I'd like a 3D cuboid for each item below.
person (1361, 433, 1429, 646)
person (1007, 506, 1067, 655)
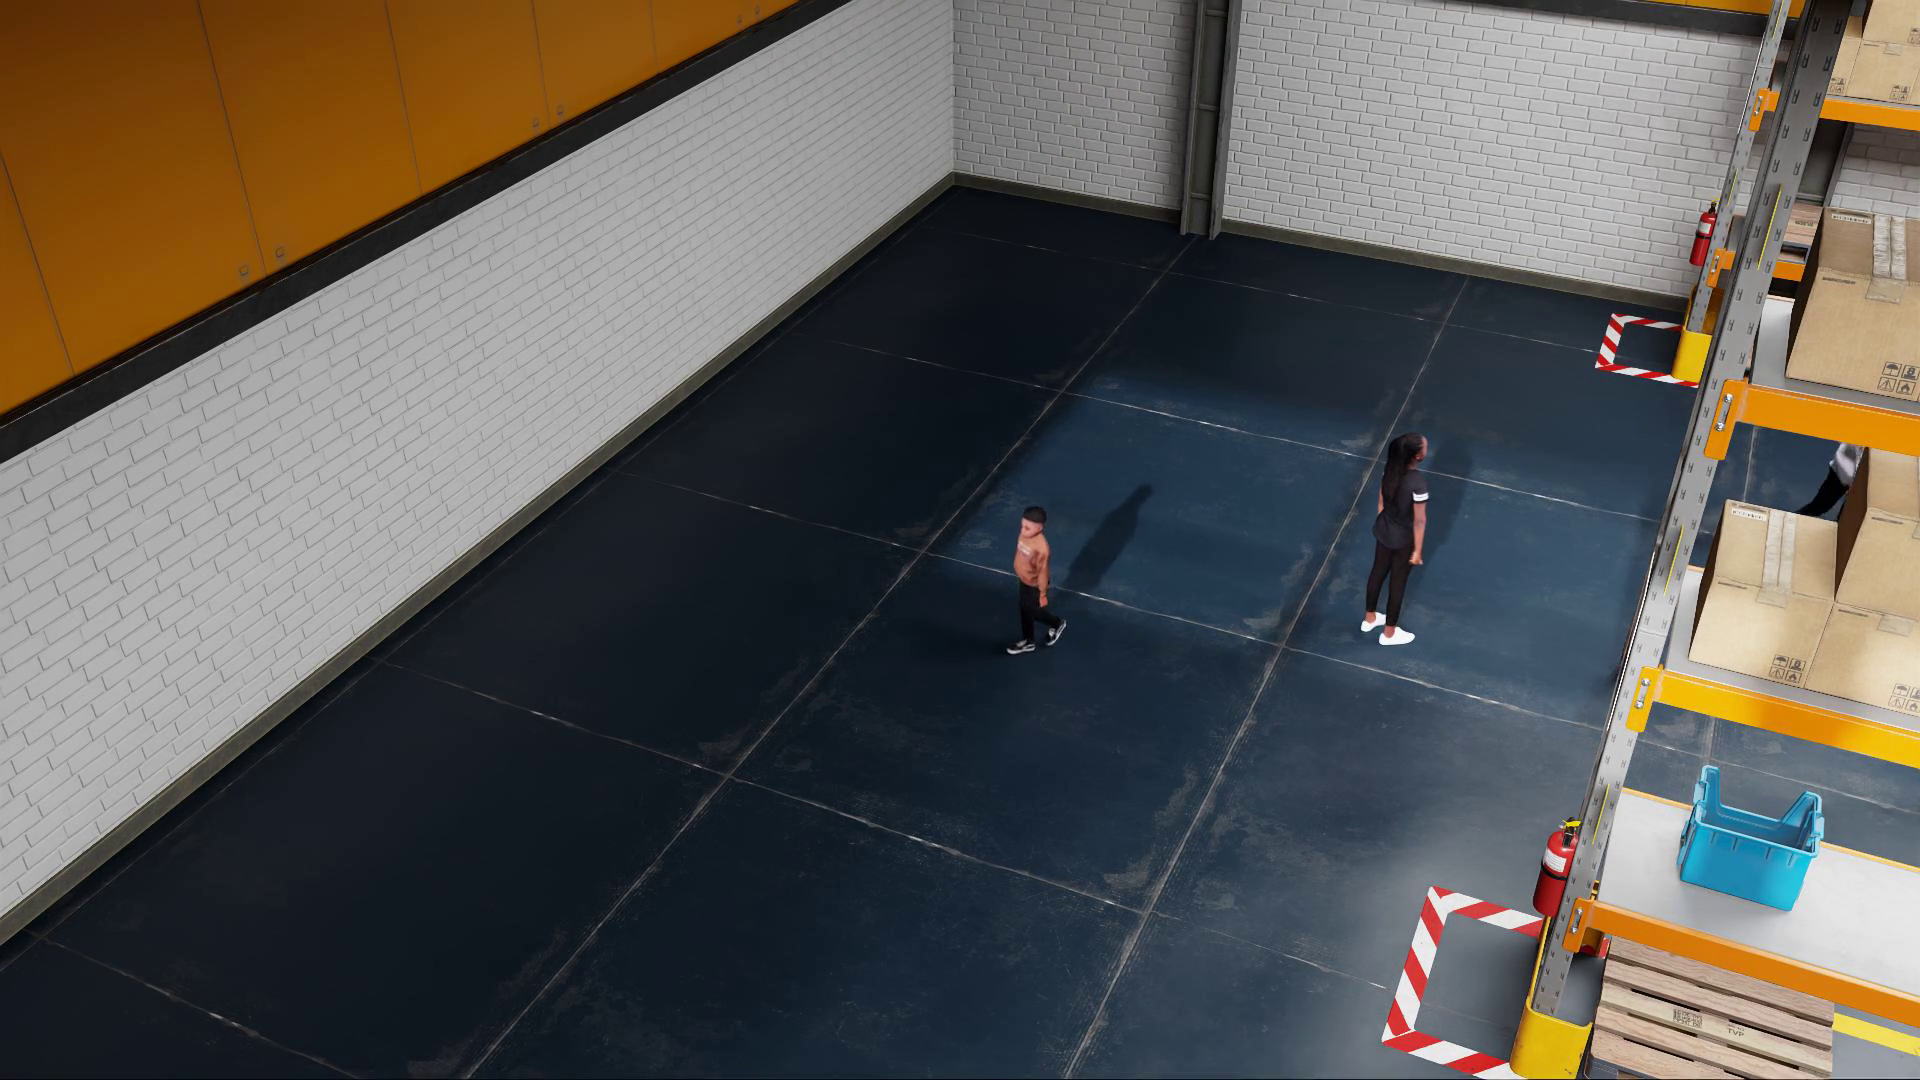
[{"bbox_3d":[3.191,-0.023,12.136,0.774,1.728,0.702,-14,36,-20],"label":"person"},{"bbox_3d":[0.590,0.281,12.112,0.796,1.247,0.747,-15,36,-21],"label":"person"}]
